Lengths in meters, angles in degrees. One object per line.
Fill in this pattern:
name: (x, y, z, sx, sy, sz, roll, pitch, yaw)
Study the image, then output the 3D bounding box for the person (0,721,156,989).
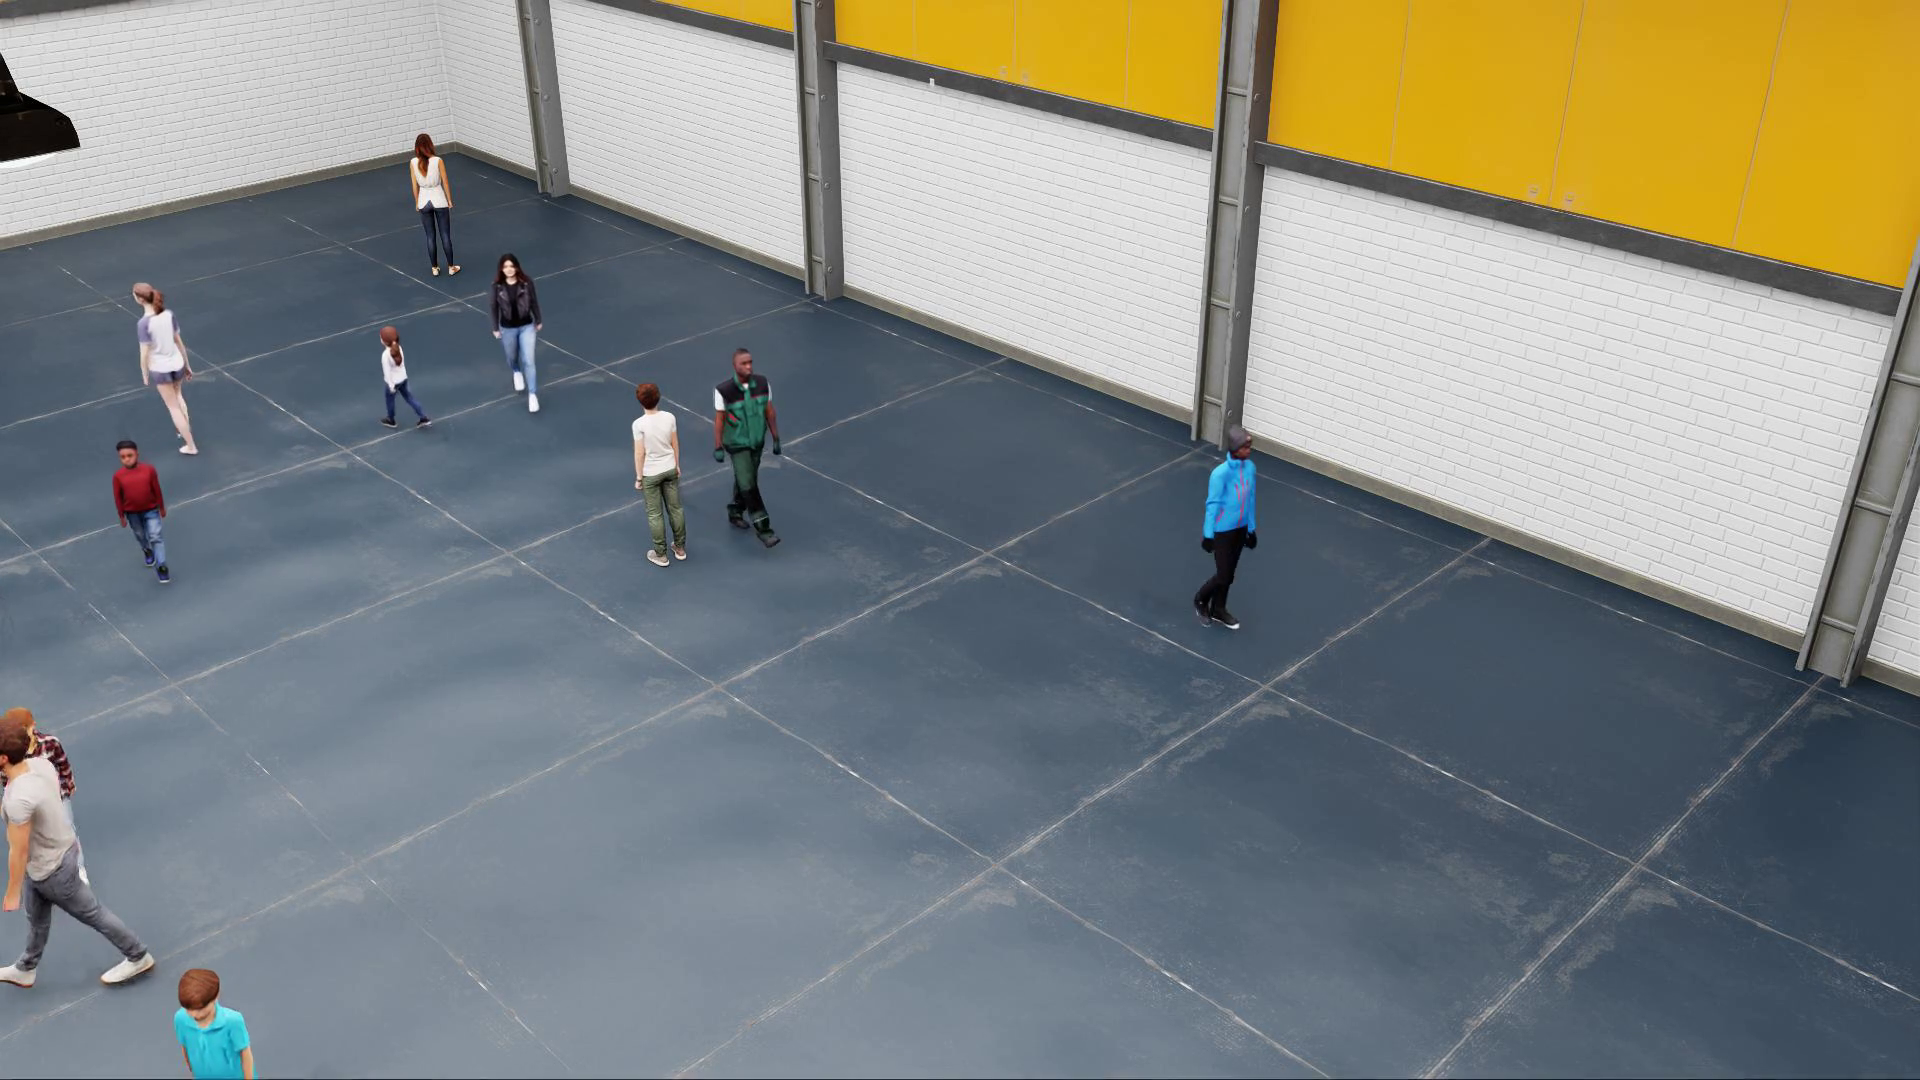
person: (-5.145, 1.859, 9.603, 1.079, 1.847, 1.213, -10, 30, -17)

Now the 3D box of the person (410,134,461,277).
person: (-6.571, -4.176, 20.732, 0.685, 1.785, 0.722, -3, 29, -5)

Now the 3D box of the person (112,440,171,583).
person: (-6.985, -0.294, 14.178, 0.700, 1.244, 0.925, -12, 31, -21)

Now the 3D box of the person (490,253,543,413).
person: (-4.622, -2.209, 17.325, 1.019, 1.593, 1.212, -7, 29, -13)

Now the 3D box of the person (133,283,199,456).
person: (-7.625, -1.634, 16.107, 0.783, 1.750, 0.677, 16, 32, 26)

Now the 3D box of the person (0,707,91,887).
person: (-5.893, 1.598, 10.678, 0.672, 1.275, 0.905, -16, 33, -27)

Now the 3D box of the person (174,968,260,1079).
person: (-3.738, 2.694, 8.522, 0.903, 1.415, 0.978, 0, 29, -1)

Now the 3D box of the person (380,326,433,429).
person: (-5.625, -1.611, 16.759, 0.853, 1.086, 0.642, 12, 31, 21)

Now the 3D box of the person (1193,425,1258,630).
person: (2.076, -0.118, 13.292, 0.615, 1.785, 0.633, -23, 36, -35)

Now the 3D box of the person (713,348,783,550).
person: (-1.926, -0.843, 14.619, 0.800, 1.787, 1.196, -21, 35, -33)

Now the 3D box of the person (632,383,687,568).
person: (-2.584, -0.570, 14.258, 0.612, 1.653, 0.572, -19, 34, -31)
